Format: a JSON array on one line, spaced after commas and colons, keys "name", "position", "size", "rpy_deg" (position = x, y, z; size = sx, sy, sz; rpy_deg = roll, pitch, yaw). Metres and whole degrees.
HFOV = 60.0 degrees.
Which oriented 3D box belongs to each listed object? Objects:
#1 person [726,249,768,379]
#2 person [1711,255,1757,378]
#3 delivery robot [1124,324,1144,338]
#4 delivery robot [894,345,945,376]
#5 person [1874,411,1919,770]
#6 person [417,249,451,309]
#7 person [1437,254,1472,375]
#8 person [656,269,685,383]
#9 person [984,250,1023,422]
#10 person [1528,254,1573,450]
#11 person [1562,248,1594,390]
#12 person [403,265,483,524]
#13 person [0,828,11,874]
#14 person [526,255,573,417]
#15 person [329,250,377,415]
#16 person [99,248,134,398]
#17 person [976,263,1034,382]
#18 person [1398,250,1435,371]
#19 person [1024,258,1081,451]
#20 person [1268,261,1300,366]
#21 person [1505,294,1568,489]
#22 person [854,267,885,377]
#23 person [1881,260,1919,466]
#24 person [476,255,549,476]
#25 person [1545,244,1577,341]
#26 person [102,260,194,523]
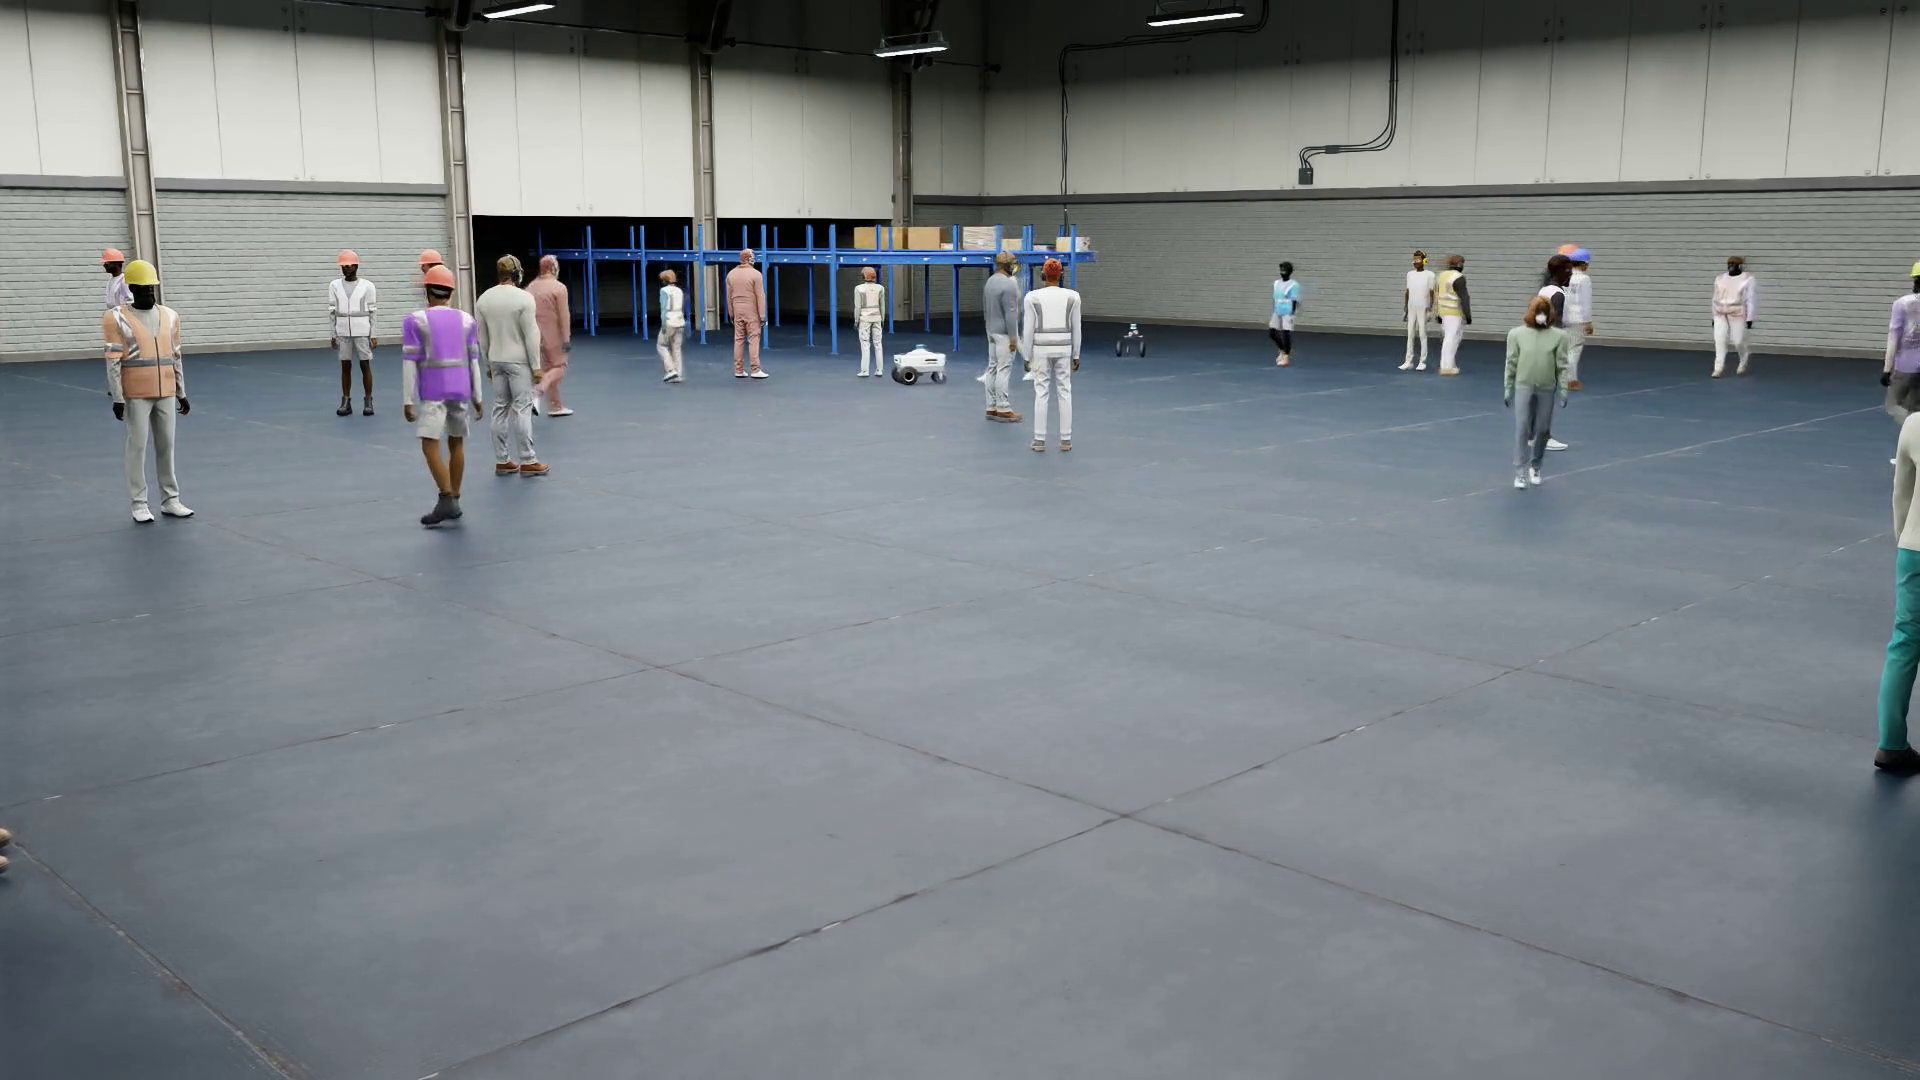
[{"name": "person", "position": [-3.144, -3.364, 24.740], "size": [0.651, 1.906, 0.403], "rpy_deg": [6, 12, 29]}, {"name": "person", "position": [11.608, -3.358, 24.951], "size": [0.770, 1.821, 0.631], "rpy_deg": [-9, 14, -42]}, {"name": "delivery robot", "position": [3.062, -3.696, 29.387], "size": [0.335, 0.223, 0.698], "rpy_deg": [3, 11, 15]}, {"name": "delivery robot", "position": [-0.576, -2.565, 23.915], "size": [0.707, 0.478, 0.477], "rpy_deg": [-3, 10, -17]}, {"name": "person", "position": [3.817, 0.067, 6.411], "size": [0.309, 1.769, 0.525], "rpy_deg": [-2, 11, -13]}, {"name": "person", "position": [-6.411, -2.578, 20.367], "size": [0.376, 1.936, 0.549], "rpy_deg": [-5, 12, -26]}, {"name": "person", "position": [7.592, -3.454, 25.486], "size": [0.531, 1.815, 0.683], "rpy_deg": [-1, 10, -7]}, {"name": "person", "position": [-4.133, -3.058, 23.829], "size": [0.408, 1.614, 0.537], "rpy_deg": [6, 12, 29]}, {"name": "person", "position": [0.484, -2.342, 19.083], "size": [0.354, 1.936, 0.635], "rpy_deg": [-5, 11, -24]}, {"name": "person", "position": [5.876, -1.878, 16.602], "size": [0.396, 1.919, 0.590], "rpy_deg": [1, 10, 6]}, {"name": "person", "position": [8.454, -3.029, 22.828], "size": [0.455, 1.929, 0.617], "rpy_deg": [-1, 10, -7]}, {"name": "person", "position": [-3.817, -1.084, 12.366], "size": [0.592, 1.900, 0.692], "rpy_deg": [-8, 13, -38]}, {"name": "person", "position": [-3.371, 0.267, 5.501], "size": [0.320, 1.698, 0.537], "rpy_deg": [-5, 11, -25]}, {"name": "person", "position": [-4.803, -2.358, 19.303], "size": [0.651, 1.890, 0.718], "rpy_deg": [8, 13, 37]}, {"name": "person", "position": [-7.176, -2.451, 19.670], "size": [0.542, 1.939, 0.364], "rpy_deg": [-1, 10, -6]}, {"name": "person", "position": [-10.993, -2.832, 21.750], "size": [0.551, 1.936, 0.357], "rpy_deg": [8, 13, 38]}, {"name": "person", "position": [0.730, -3.230, 24.249], "size": [0.968, 1.828, 0.532], "rpy_deg": [-7, 12, -33]}, {"name": "person", "position": [7.207, -3.613, 26.198], "size": [0.520, 1.871, 0.326], "rpy_deg": [10, 14, 43]}, {"name": "person", "position": [0.909, -1.827, 16.423], "size": [0.574, 1.883, 0.355], "rpy_deg": [-1, 10, -6]}, {"name": "person", "position": [5.248, -3.668, 26.957], "size": [0.364, 1.686, 0.541], "rpy_deg": [-7, 13, -35]}, {"name": "person", "position": [4.872, -1.261, 14.089], "size": [0.509, 1.642, 0.481], "rpy_deg": [2, 11, 11]}, {"name": "person", "position": [-1.355, -3.261, 24.906], "size": [0.523, 1.639, 0.309], "rpy_deg": [-7, 12, -32]}, {"name": "person", "position": [8.683, -1.590, 15.062], "size": [0.601, 1.904, 0.529], "rpy_deg": [-1, 10, -7]}, {"name": "person", "position": [-3.965, -1.543, 14.720], "size": [0.627, 1.941, 0.373], "rpy_deg": [5, 11, 25]}, {"name": "person", "position": [8.972, -3.391, 24.691], "size": [0.460, 1.972, 0.646], "rpy_deg": [-6, 12, -31]}, {"name": "person", "position": [-6.029, -1.109, 12.382], "size": [0.366, 1.926, 0.594], "rpy_deg": [6, 12, 31]}]
